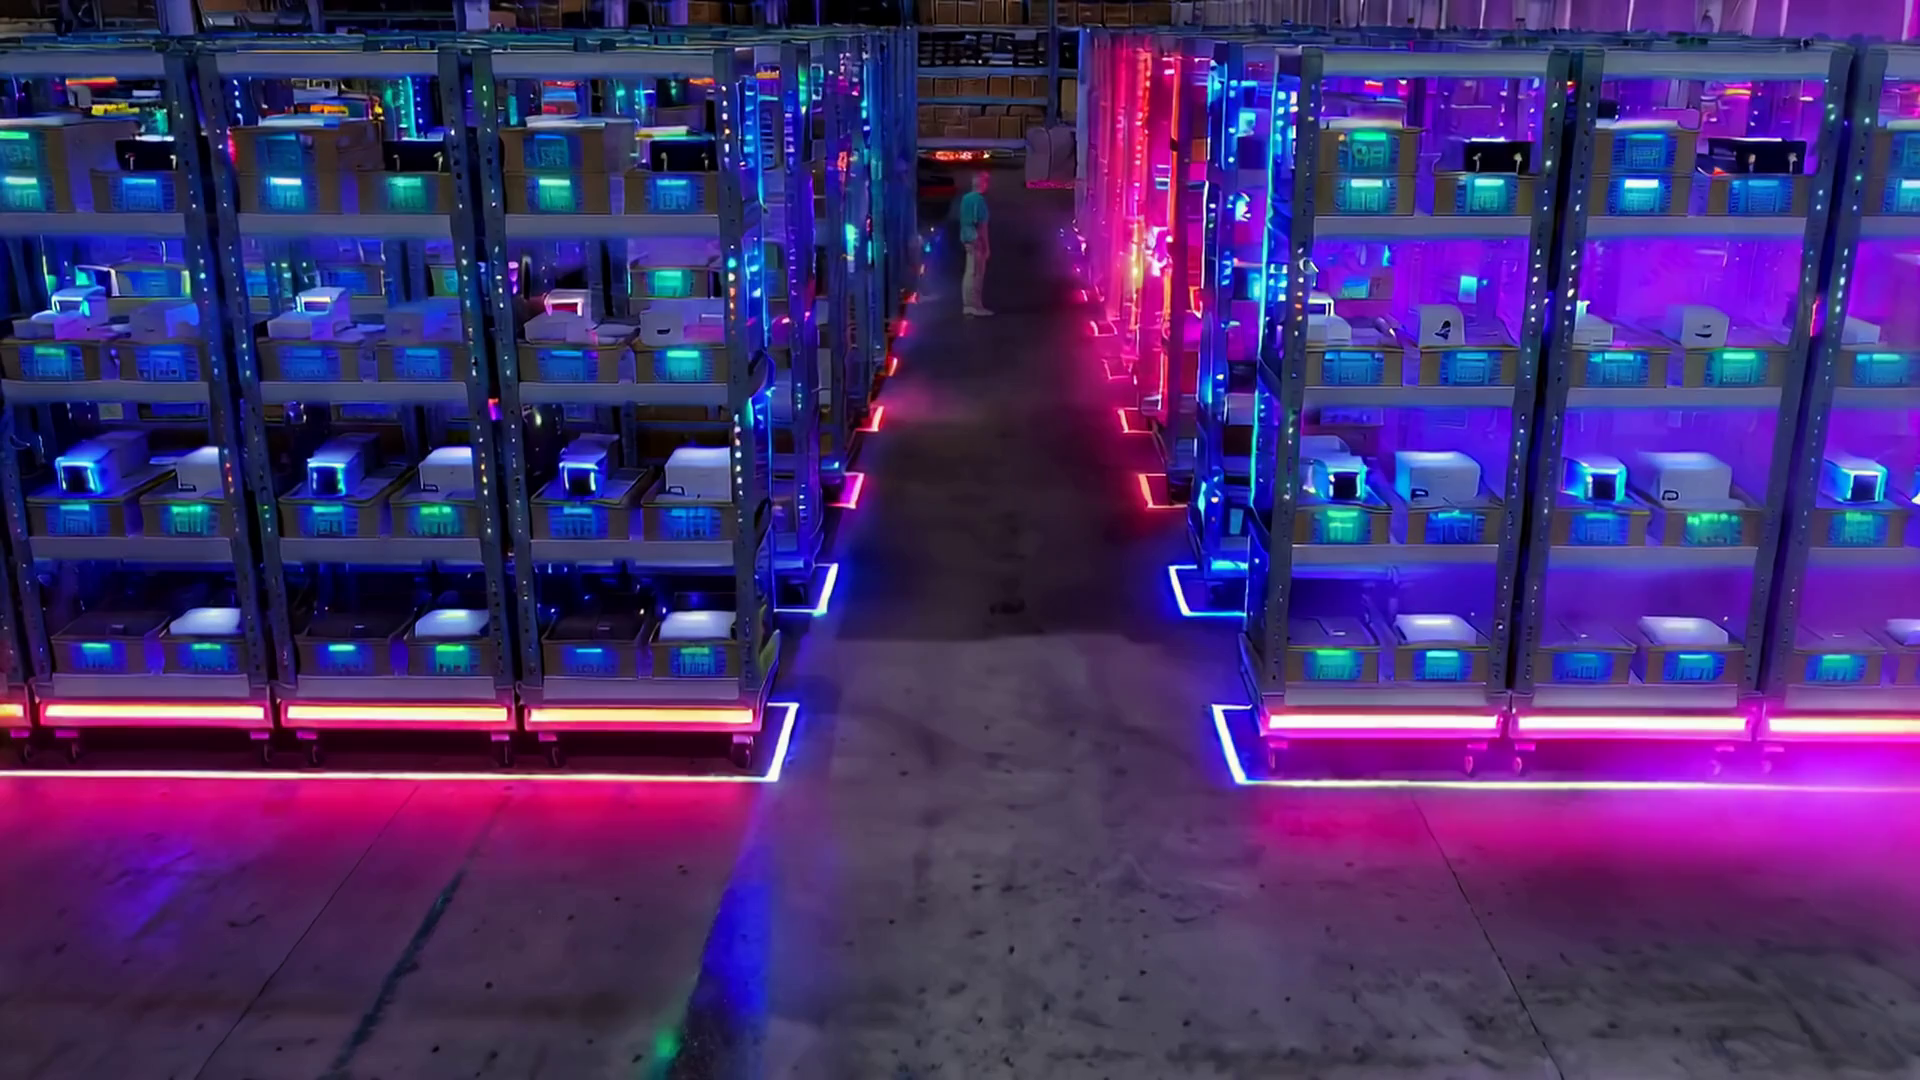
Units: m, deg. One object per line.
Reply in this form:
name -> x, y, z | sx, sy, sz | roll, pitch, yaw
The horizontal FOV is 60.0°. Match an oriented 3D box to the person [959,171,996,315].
person -> 0.200, -3.857, 21.642 | 0.390, 1.840, 0.565 | -10, 20, -28

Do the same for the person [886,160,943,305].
person -> -0.795, -4.060, 22.148 | 1.087, 1.932, 0.618 | -4, 18, -12
